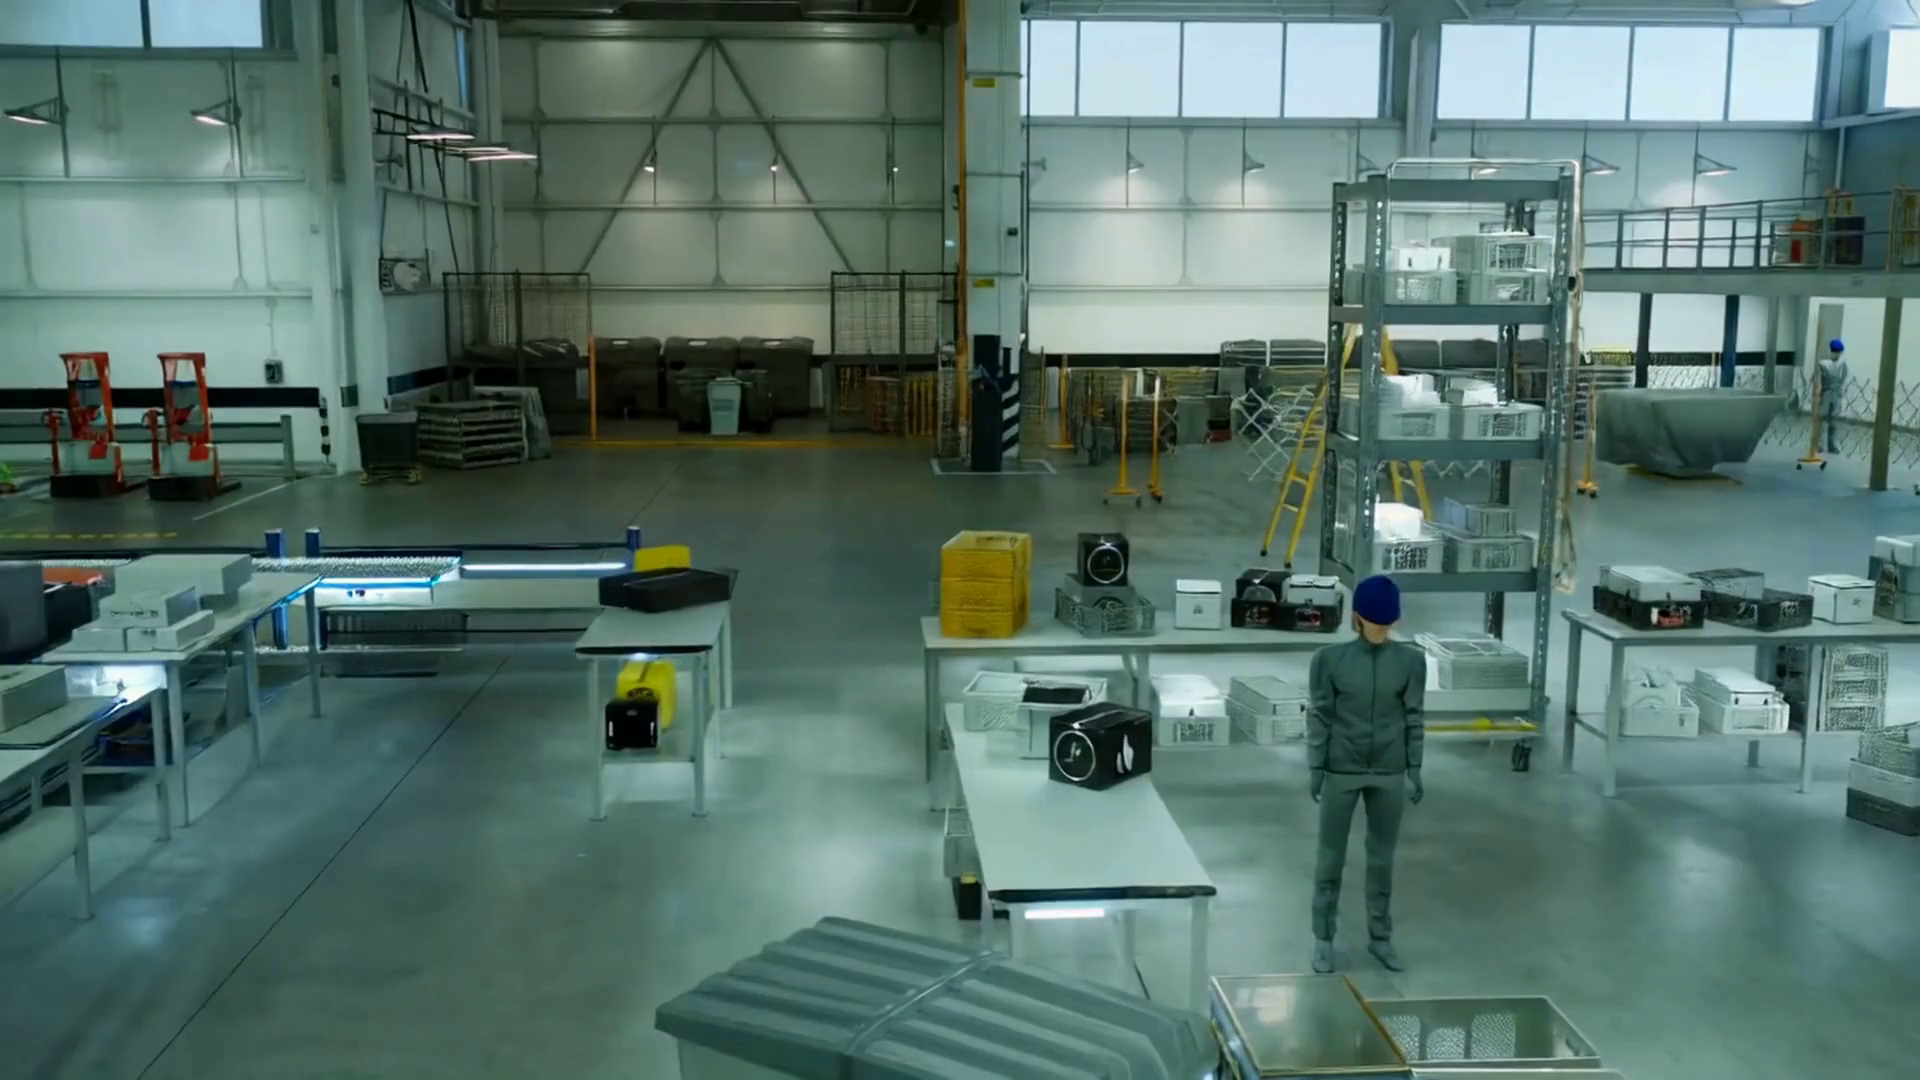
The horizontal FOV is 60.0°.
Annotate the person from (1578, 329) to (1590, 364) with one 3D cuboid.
[{"bbox_3d":[12.964,-3.499,35.044,0.585,1.927,0.366,-1,9,-4],"label":"person"}]

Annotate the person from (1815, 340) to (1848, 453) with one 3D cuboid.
[{"bbox_3d":[14.883,-2.443,28.406,0.542,1.931,0.366,-1,9,-4],"label":"person"}]

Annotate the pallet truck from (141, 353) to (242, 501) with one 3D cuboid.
[{"bbox_3d":[-10.520,-1.604,22.925,0.823,1.965,1.885,-1,9,-6],"label":"pallet truck"}]

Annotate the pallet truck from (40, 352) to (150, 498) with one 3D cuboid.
[{"bbox_3d":[-11.907,-1.642,23.165,0.823,1.965,1.885,0,9,0],"label":"pallet truck"}]

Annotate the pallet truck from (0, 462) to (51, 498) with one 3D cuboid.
[{"bbox_3d":[-13.193,-1.293,23.148,0.653,1.274,1.630,-1,9,-4],"label":"pallet truck"}]

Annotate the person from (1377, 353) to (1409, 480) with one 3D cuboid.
[{"bbox_3d":[6.401,-1.814,24.607,0.573,1.883,0.356,-1,9,-4],"label":"person"}]

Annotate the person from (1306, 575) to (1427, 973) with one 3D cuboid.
[{"bbox_3d":[1.763,1.015,7.226,0.522,1.763,0.320,-1,9,-4],"label":"person"}]
